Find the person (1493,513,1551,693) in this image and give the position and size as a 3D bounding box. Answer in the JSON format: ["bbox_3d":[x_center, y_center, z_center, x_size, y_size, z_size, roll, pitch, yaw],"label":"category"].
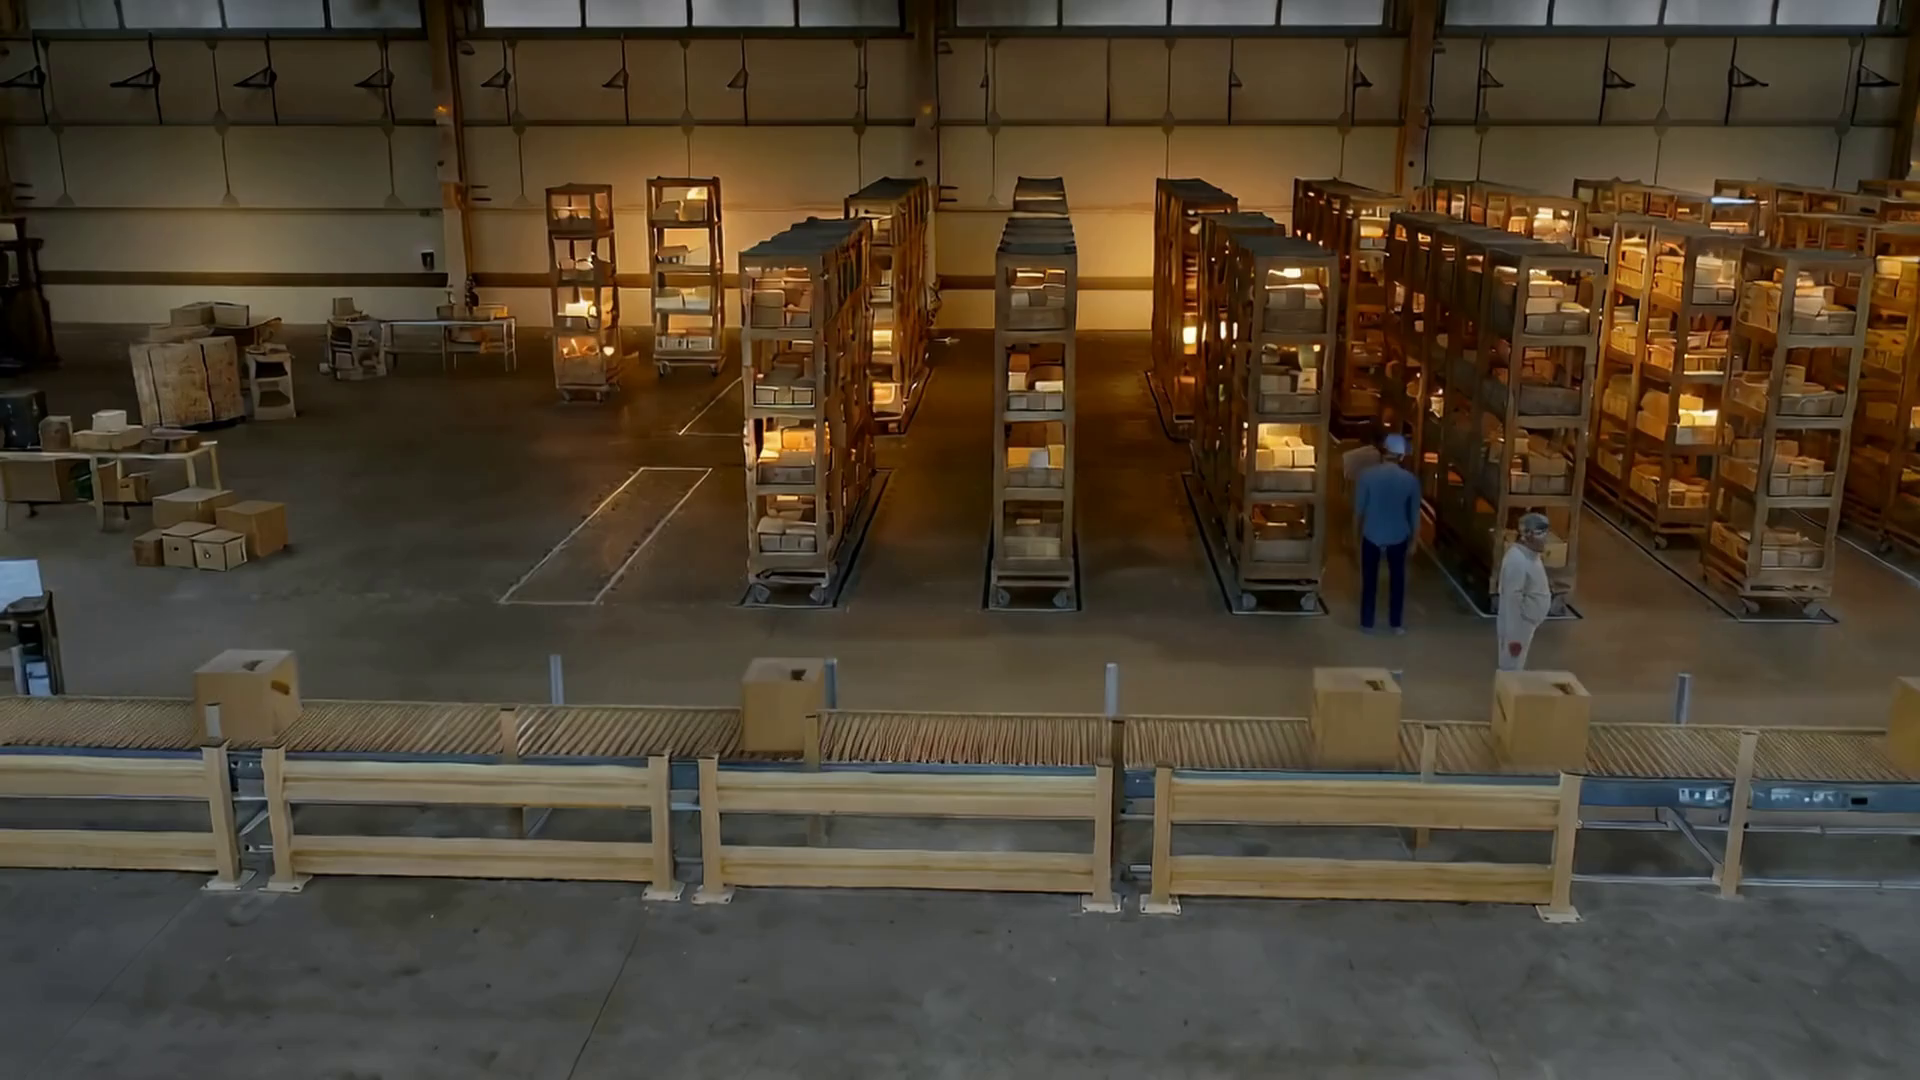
[{"bbox_3d":[4.496,0.707,13.310,0.400,1.905,0.643,7,17,24],"label":"person"}]

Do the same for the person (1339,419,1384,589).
[{"bbox_3d":[4.237,-0.349,17.380,0.585,1.824,0.695,4,15,13],"label":"person"}]

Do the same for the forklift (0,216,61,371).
[{"bbox_3d":[-18.199,-4.756,31.736,1.129,2.768,1.873,-13,20,-39],"label":"forklift"}]

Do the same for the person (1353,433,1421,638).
[{"bbox_3d":[4.088,-0.046,15.971,0.631,1.980,0.444,2,15,9],"label":"person"}]
